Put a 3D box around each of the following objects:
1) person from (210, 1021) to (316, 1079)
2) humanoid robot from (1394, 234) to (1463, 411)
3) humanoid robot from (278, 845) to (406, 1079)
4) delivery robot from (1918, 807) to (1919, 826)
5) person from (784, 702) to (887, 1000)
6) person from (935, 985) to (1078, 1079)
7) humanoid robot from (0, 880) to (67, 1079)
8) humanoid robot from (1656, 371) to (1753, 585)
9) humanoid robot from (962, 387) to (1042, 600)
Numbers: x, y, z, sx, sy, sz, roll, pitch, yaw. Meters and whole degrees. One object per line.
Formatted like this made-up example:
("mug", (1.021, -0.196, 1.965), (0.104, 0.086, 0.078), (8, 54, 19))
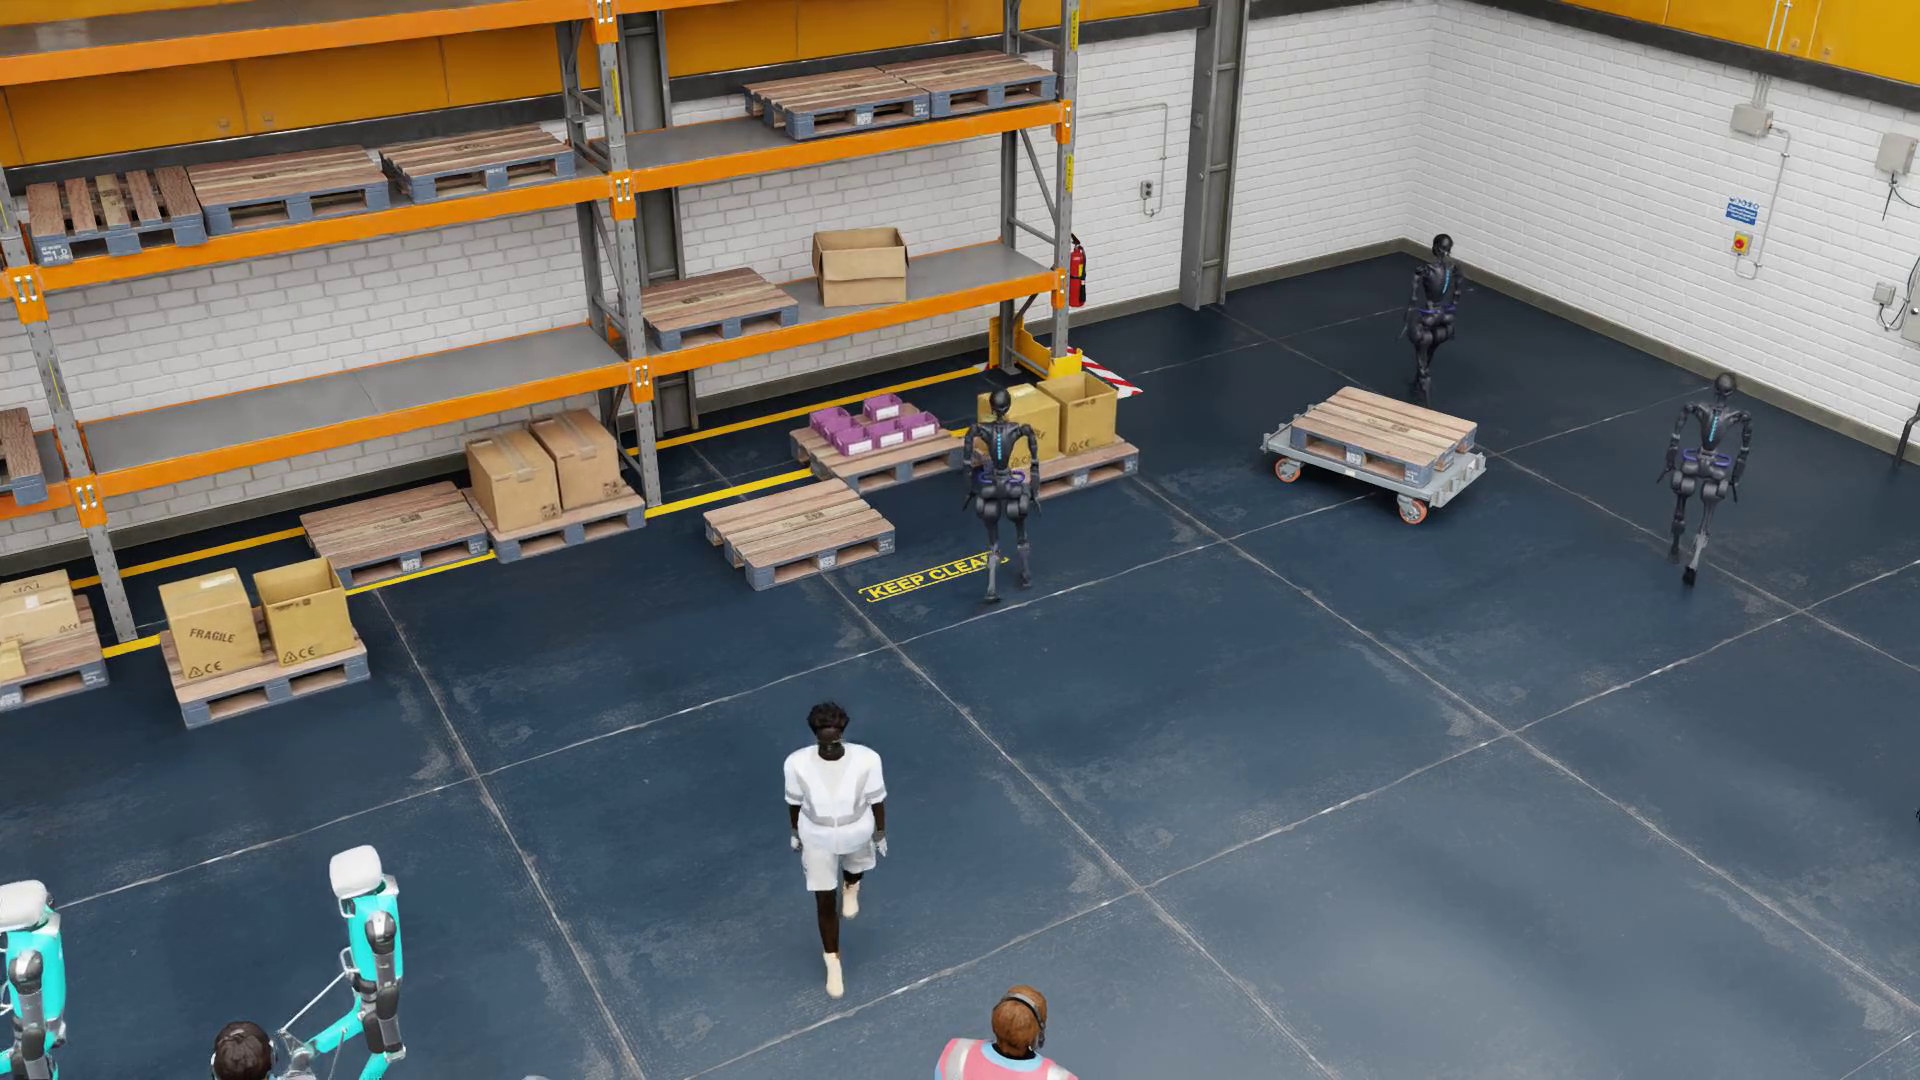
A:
("person", (-2.672, 2.659, 6.631), (0.529, 1.879, 0.411), (-18, 34, -29))
("humanoid robot", (4.225, -1.985, 15.091), (0.608, 1.631, 0.735), (-12, 31, -20))
("humanoid robot", (-2.779, 2.188, 7.599), (0.957, 1.754, 0.543), (-14, 33, -24))
("delivery robot", (6.086, 1.667, 9.752), (0.499, 0.613, 0.797), (-5, 30, -9))
("person", (-0.655, 1.528, 8.849), (0.531, 1.658, 0.826), (-3, 30, -5))
("person", (0.212, 2.565, 6.853), (0.628, 1.835, 0.431), (11, 31, 18))
("humanoid robot", (-4.315, 2.314, 7.433), (1.047, 1.743, 0.530), (-10, 31, -17))
("humanoid robot", (5.530, -0.480, 12.419), (0.584, 1.639, 0.653), (13, 32, 22))
("humanoid robot", (0.306, -0.318, 12.154), (0.594, 1.648, 0.541), (2, 30, 3))
